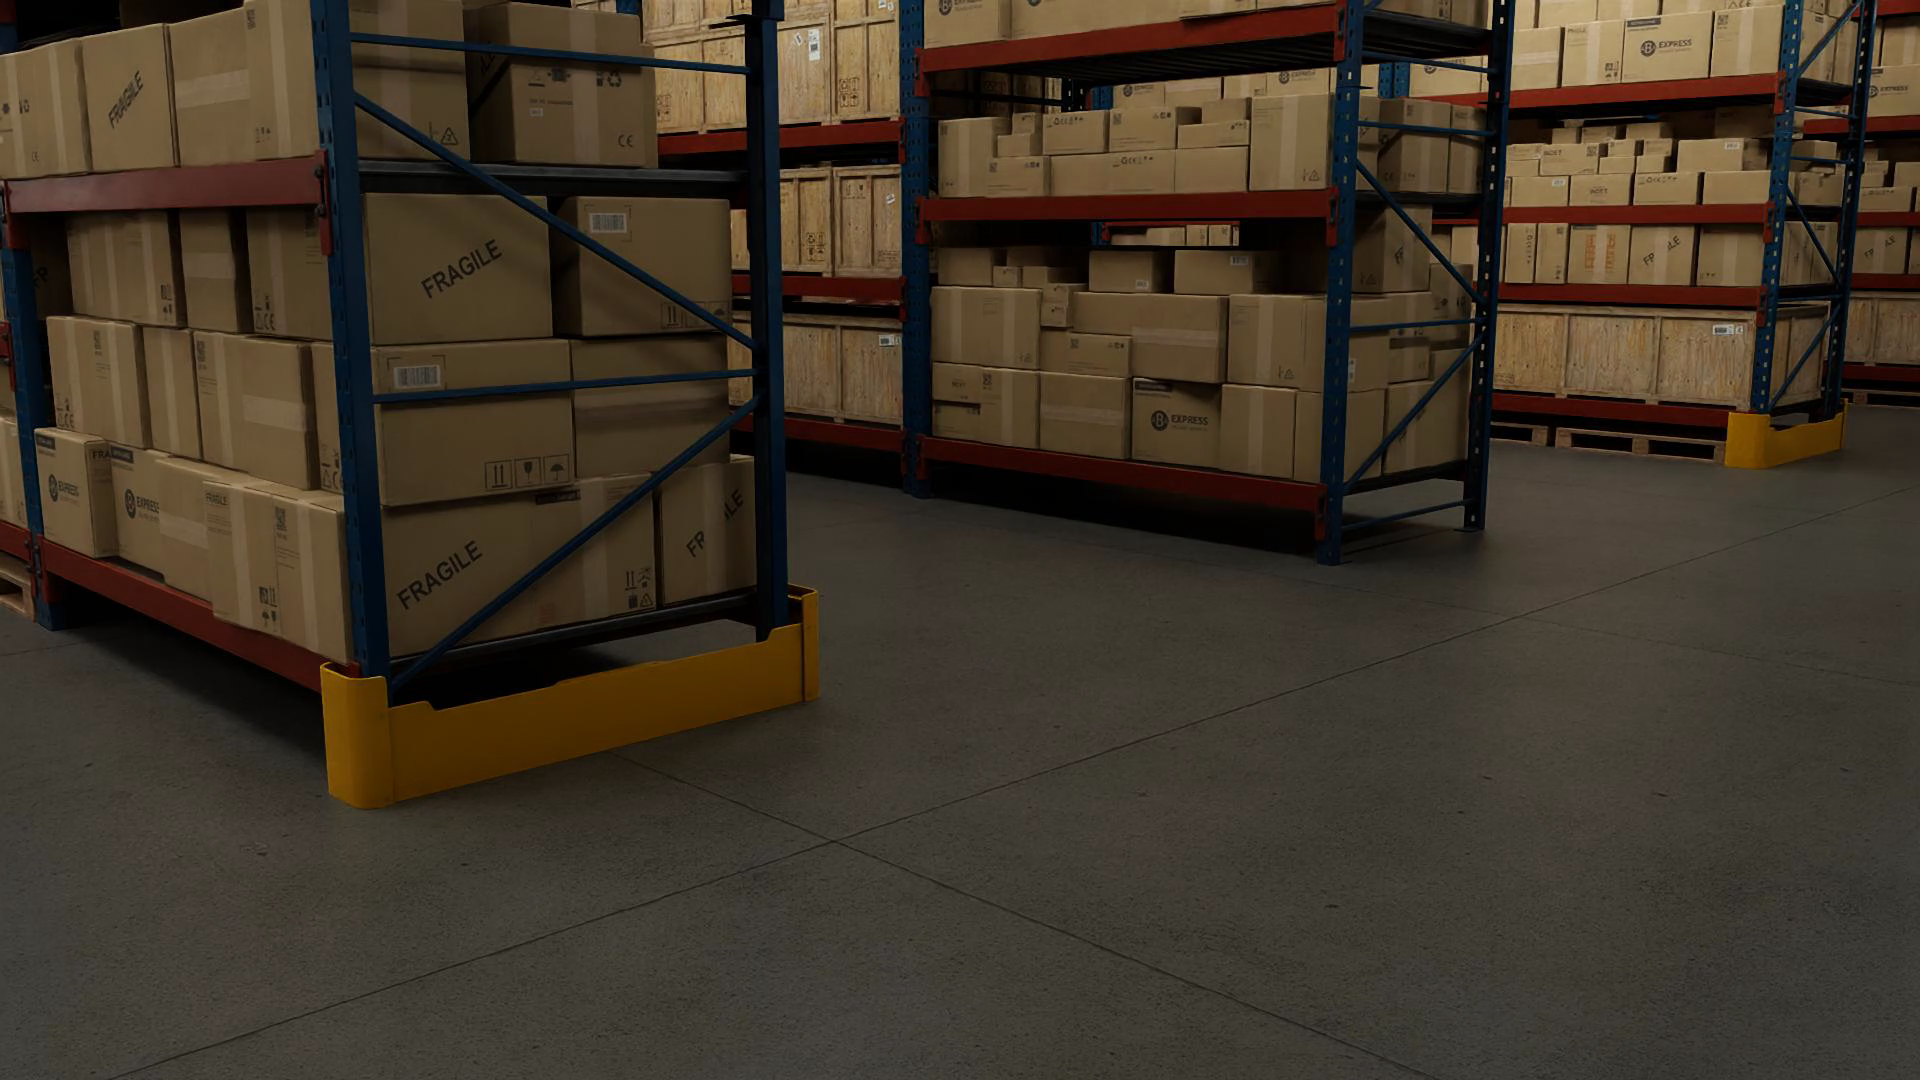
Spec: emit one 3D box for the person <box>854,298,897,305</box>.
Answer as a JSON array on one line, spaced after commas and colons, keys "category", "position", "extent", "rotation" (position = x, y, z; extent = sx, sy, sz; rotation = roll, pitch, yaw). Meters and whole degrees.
[{"category": "person", "position": [-1.000, -2.537, 20.134], "extent": [0.648, 1.981, 0.432], "rotation": [-7, 13, -34]}]
